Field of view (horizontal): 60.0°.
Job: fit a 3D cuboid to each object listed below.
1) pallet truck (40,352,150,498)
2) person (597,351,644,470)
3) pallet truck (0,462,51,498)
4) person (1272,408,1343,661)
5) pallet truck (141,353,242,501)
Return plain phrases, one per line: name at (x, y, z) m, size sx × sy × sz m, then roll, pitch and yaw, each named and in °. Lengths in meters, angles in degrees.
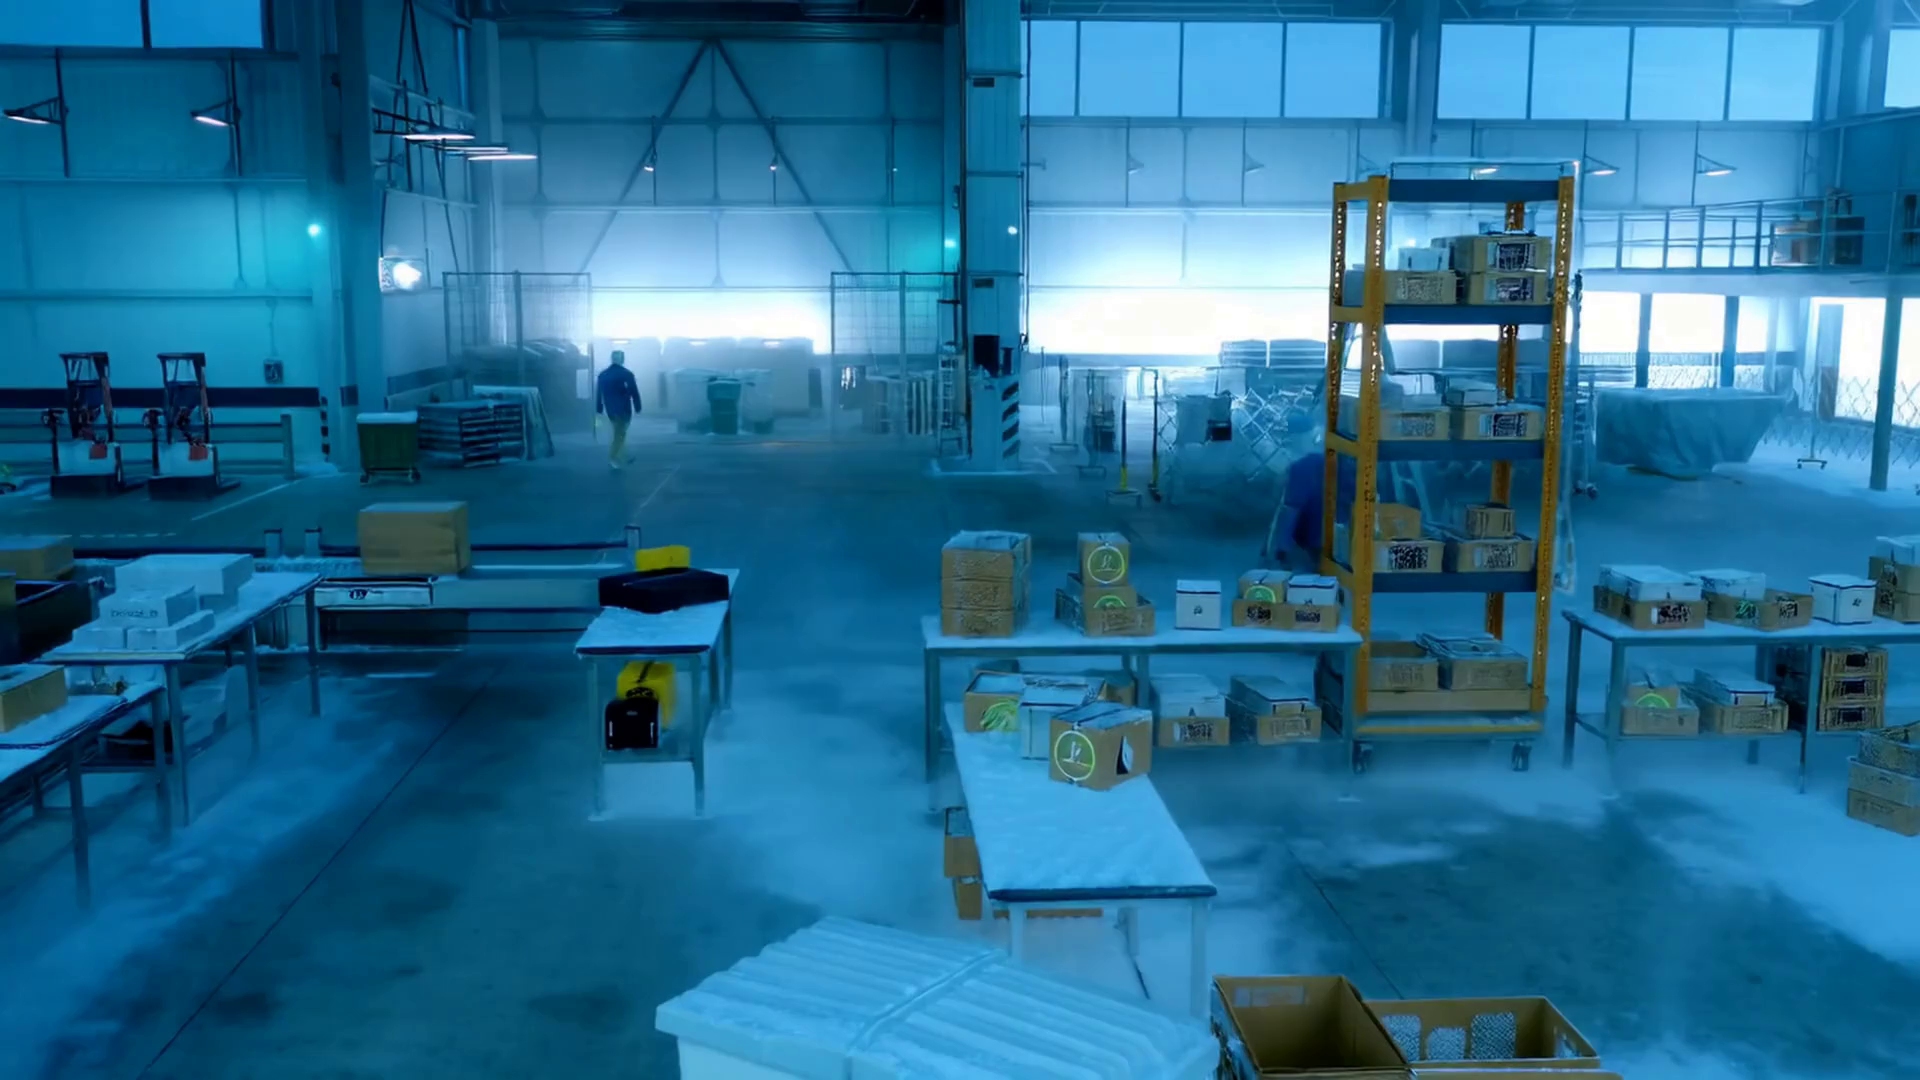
pallet truck at (-11.907, -1.642, 23.165) m, size 0.823 × 1.965 × 1.885 m, roll 0°, pitch 9°, yaw 0°
person at (-5.336, -2.038, 26.123) m, size 0.641 × 1.851 × 1.040 m, roll 4°, pitch 10°, yaw 23°
pallet truck at (-13.193, -1.293, 23.148) m, size 0.653 × 1.274 × 1.630 m, roll -1°, pitch 9°, yaw -4°
person at (2.648, -0.032, 13.068) m, size 1.039 × 1.986 × 0.631 m, roll 5°, pitch 10°, yaw 30°
pallet truck at (-10.520, -1.604, 22.925) m, size 0.823 × 1.965 × 1.885 m, roll -1°, pitch 9°, yaw -6°
